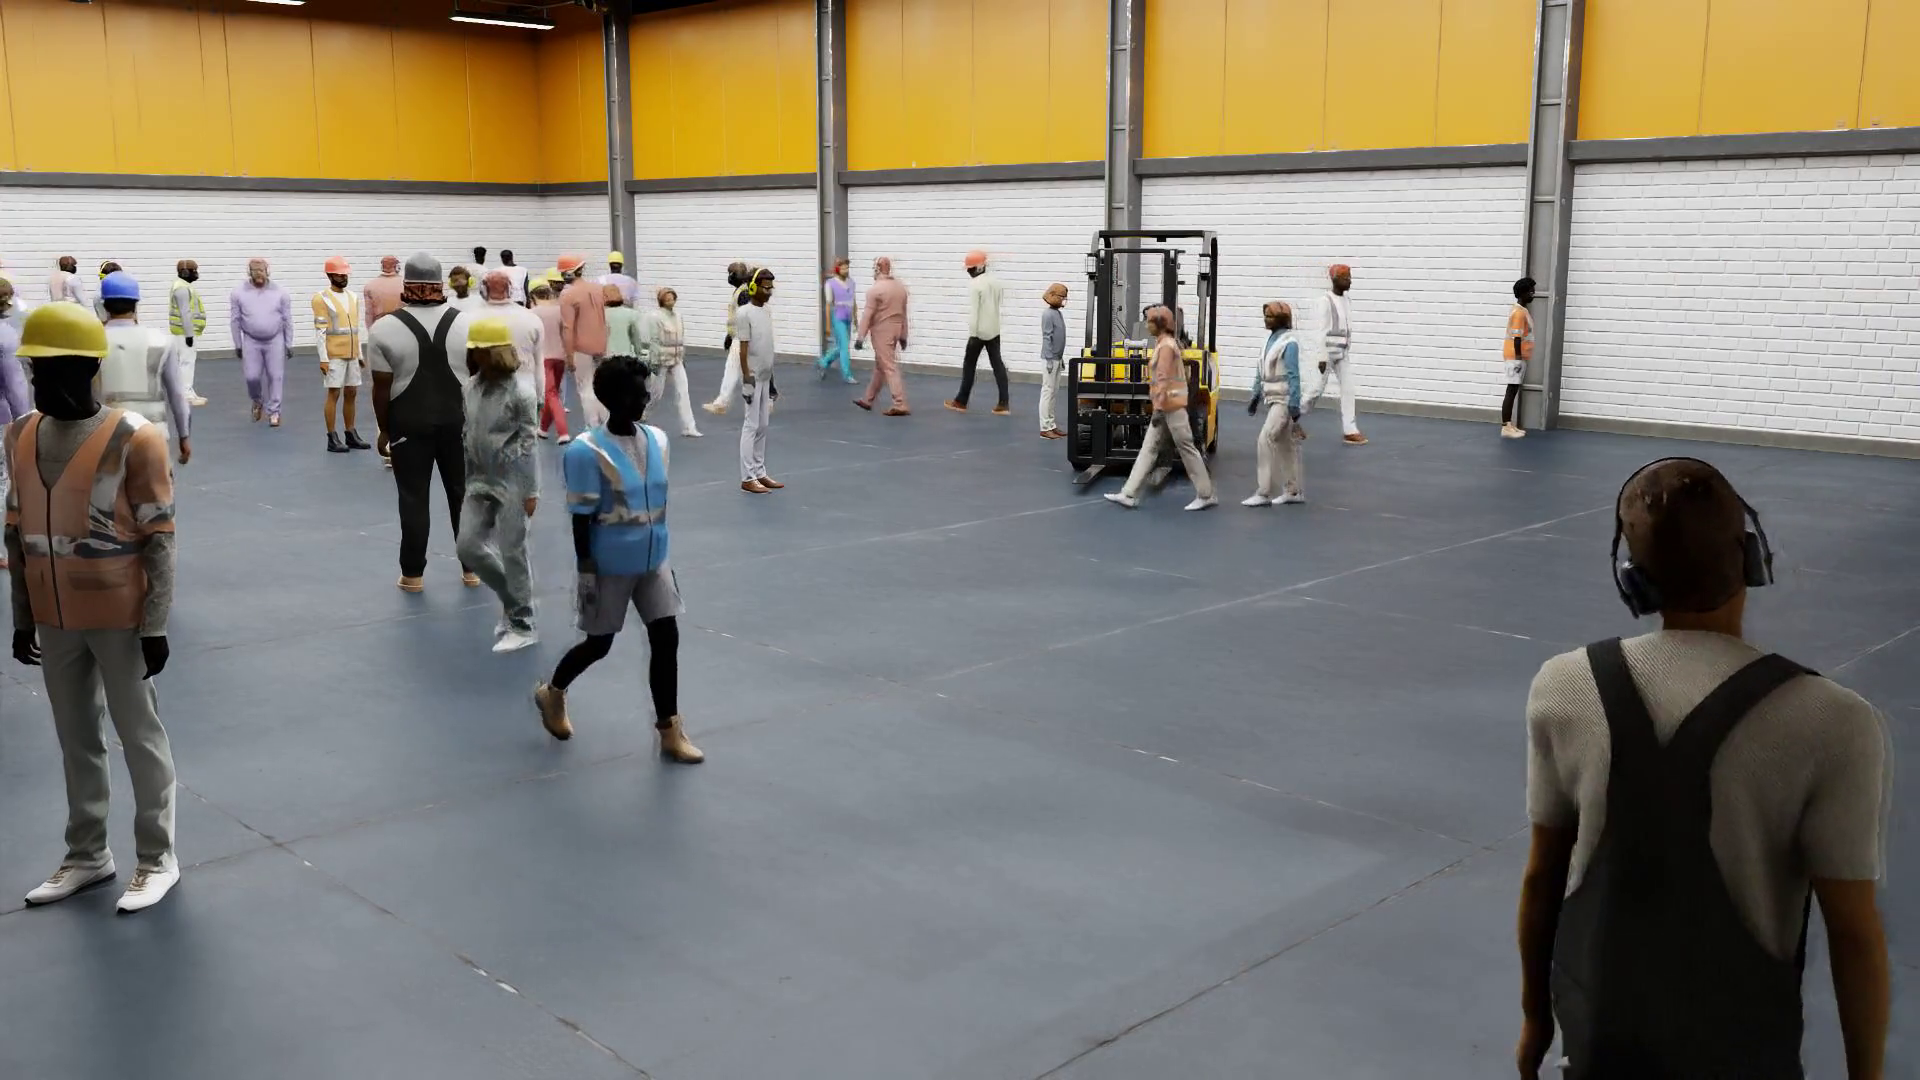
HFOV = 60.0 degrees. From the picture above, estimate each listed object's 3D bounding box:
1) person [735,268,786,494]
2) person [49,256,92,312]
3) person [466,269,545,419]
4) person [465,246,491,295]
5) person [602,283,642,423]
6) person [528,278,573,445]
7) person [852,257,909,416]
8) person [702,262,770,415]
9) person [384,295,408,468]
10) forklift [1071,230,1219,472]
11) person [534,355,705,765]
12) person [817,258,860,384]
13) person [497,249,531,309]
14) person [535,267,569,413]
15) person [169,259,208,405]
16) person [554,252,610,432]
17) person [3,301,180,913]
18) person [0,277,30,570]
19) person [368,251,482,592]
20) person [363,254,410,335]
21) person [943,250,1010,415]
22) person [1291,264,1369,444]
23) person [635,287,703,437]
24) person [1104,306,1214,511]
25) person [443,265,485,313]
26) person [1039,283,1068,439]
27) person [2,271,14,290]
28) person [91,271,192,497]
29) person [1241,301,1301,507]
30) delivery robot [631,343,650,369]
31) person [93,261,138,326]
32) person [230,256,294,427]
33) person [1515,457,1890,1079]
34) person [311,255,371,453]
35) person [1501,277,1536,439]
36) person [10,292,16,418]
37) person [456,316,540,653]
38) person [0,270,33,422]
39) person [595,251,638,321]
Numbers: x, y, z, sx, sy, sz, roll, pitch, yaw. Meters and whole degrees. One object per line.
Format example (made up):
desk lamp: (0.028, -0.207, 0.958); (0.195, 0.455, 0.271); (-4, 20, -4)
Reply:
person: (-1.669, -1.326, 13.860); (0.329, 1.865, 0.509); (3, 11, 18)
person: (-13.412, -3.390, 25.256); (0.640, 1.819, 0.732); (7, 12, 33)
person: (-3.378, -1.058, 12.345); (0.644, 1.890, 0.545); (-5, 12, -28)
person: (-8.714, -4.323, 29.995); (0.623, 1.942, 0.757); (3, 11, 15)
person: (-3.633, -1.905, 17.638); (0.546, 1.619, 0.347); (-7, 12, -32)
person: (-4.236, -1.845, 17.140); (0.566, 1.687, 0.927); (-9, 14, -40)
person: (-0.995, -2.424, 19.811); (0.967, 1.860, 0.663); (7, 12, 33)
person: (-2.682, -2.375, 19.724); (0.909, 1.803, 0.638); (-1, 10, -8)
person: (-5.198, -1.472, 15.419); (0.506, 1.572, 0.918); (0, 10, -2)
forklift: (1.804, -1.825, 15.677); (1.214, 2.155, 2.313); (2, 11, 13)
person: (-1.428, 0.071, 6.786); (0.768, 1.673, 0.539); (8, 13, 36)
person: (-1.764, -3.159, 23.999); (0.792, 1.812, 0.566); (7, 13, 34)
person: (-7.857, -4.148, 29.206); (0.691, 1.877, 0.669); (-8, 13, -36)
person: (-4.812, -2.385, 19.933); (0.552, 1.748, 0.467); (-8, 13, -38)
person: (-9.723, -2.612, 20.974); (0.431, 1.834, 0.626); (-4, 11, -20)
person: (-3.840, -1.930, 16.870); (0.478, 1.962, 0.644); (5, 12, 27)
person: (-2.750, 0.217, 5.261); (0.587, 1.930, 0.360); (2, 11, 13)
person: (-6.215, -0.735, 10.551); (0.686, 1.895, 0.472); (3, 11, 17)
person: (-3.202, -0.714, 10.038); (0.682, 2.000, 0.537); (-5, 12, -26)
person: (-6.839, -2.496, 20.128); (0.651, 1.904, 0.402); (-1, 10, -7)
person: (0.200, -2.470, 19.863); (0.960, 1.934, 0.670); (8, 13, 39)
person: (3.795, -1.927, 17.190); (0.591, 1.855, 0.938); (-10, 14, -44)
person: (-3.152, -1.895, 17.679); (0.826, 1.603, 0.544); (7, 12, 32)
person: (1.582, -1.009, 12.870); (0.872, 1.578, 0.613); (0, 10, 2)
person: (-5.085, -1.926, 17.236); (0.510, 1.837, 0.894); (-2, 11, -10)
person: (0.994, -1.887, 17.545); (0.282, 1.633, 0.498); (3, 11, 18)
person: (-12.903, -2.920, 22.144); (0.615, 2.024, 0.857); (-4, 11, -19)
person: (-4.916, -0.627, 9.877); (0.650, 1.923, 0.624); (-4, 11, -23)
person: (2.426, -1.057, 13.055); (0.680, 1.620, 0.521); (-2, 11, -9)
delivery robot: (-4.999, -2.776, 25.080); (0.707, 0.478, 0.477); (9, 14, 42)
person: (-8.607, -1.903, 16.989); (0.322, 1.871, 0.530); (4, 11, 23)
person: (-7.791, -2.213, 18.613); (0.644, 1.895, 0.449); (-4, 11, -20)
person: (1.134, 0.792, 2.511); (0.651, 1.807, 0.447); (10, 14, 42)
person: (-6.101, -1.838, 16.449); (0.361, 1.935, 0.553); (5, 12, 25)
person: (5.891, -1.918, 17.563); (0.318, 1.691, 0.534); (3, 11, 18)
person: (-11.304, -2.362, 19.359); (0.750, 1.912, 0.579); (3, 11, 18)
person: (-2.362, -0.279, 8.502); (0.508, 1.726, 0.359); (6, 12, 29)
person: (-9.685, -1.838, 16.788); (0.429, 1.809, 0.625); (9, 14, 40)
person: (-4.812, -3.084, 23.323); (0.610, 1.907, 0.421); (-4, 11, -20)
